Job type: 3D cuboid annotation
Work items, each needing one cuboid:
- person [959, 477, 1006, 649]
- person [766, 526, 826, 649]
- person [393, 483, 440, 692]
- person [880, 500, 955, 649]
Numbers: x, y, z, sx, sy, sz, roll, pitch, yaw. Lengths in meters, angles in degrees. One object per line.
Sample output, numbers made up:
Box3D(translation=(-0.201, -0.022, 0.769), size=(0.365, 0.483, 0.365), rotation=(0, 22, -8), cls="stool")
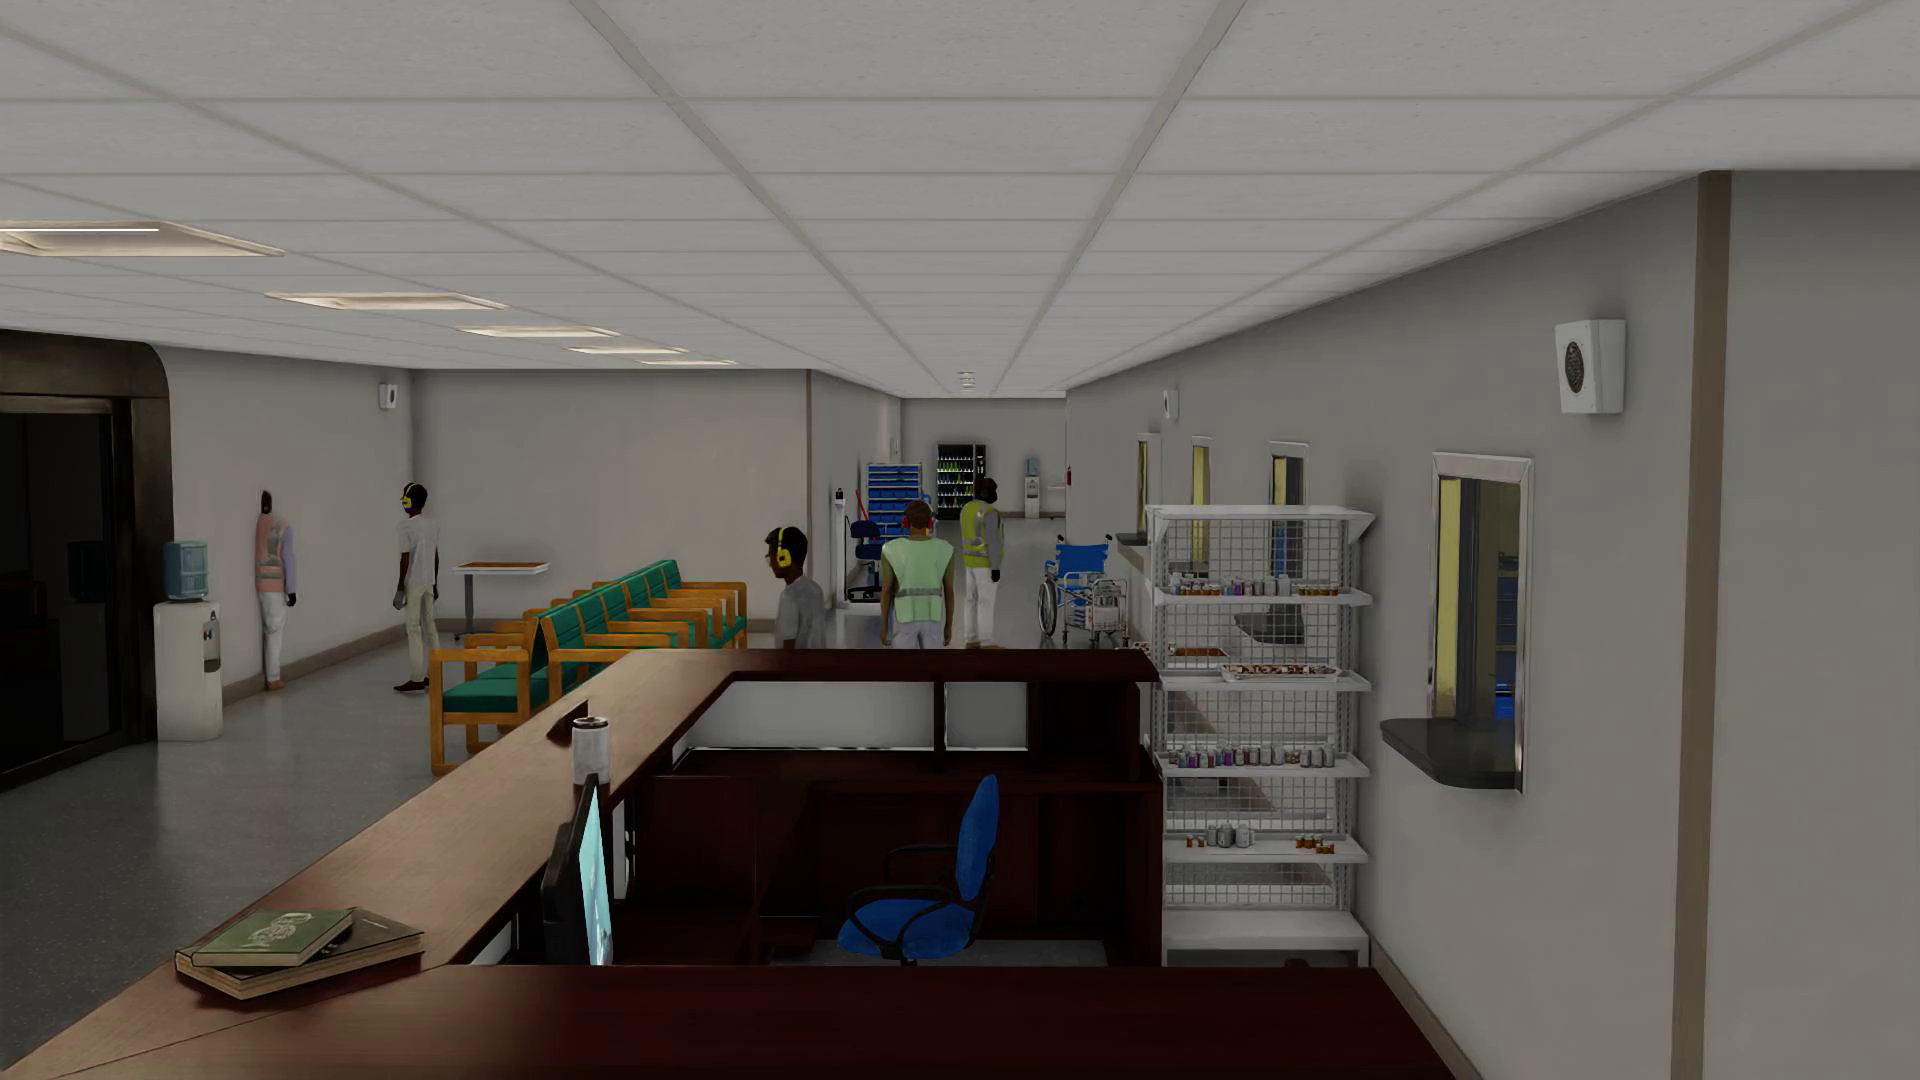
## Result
Box3D(translation=(0.247, 0.266, 17.353), size=(0.430, 1.840, 0.625), rotation=(-2, 5, -30), cls="person")
Box3D(translation=(-0.912, 0.853, 9.048), size=(0.379, 1.855, 0.538), rotation=(1, 4, 11), cls="person")
Box3D(translation=(-4.875, 0.423, 14.912), size=(0.328, 1.872, 0.513), rotation=(2, 4, 23), cls="person")
Box3D(translation=(-0.311, 0.624, 12.354), size=(0.560, 1.839, 0.394), rotation=(-1, 4, -16), cls="person")
